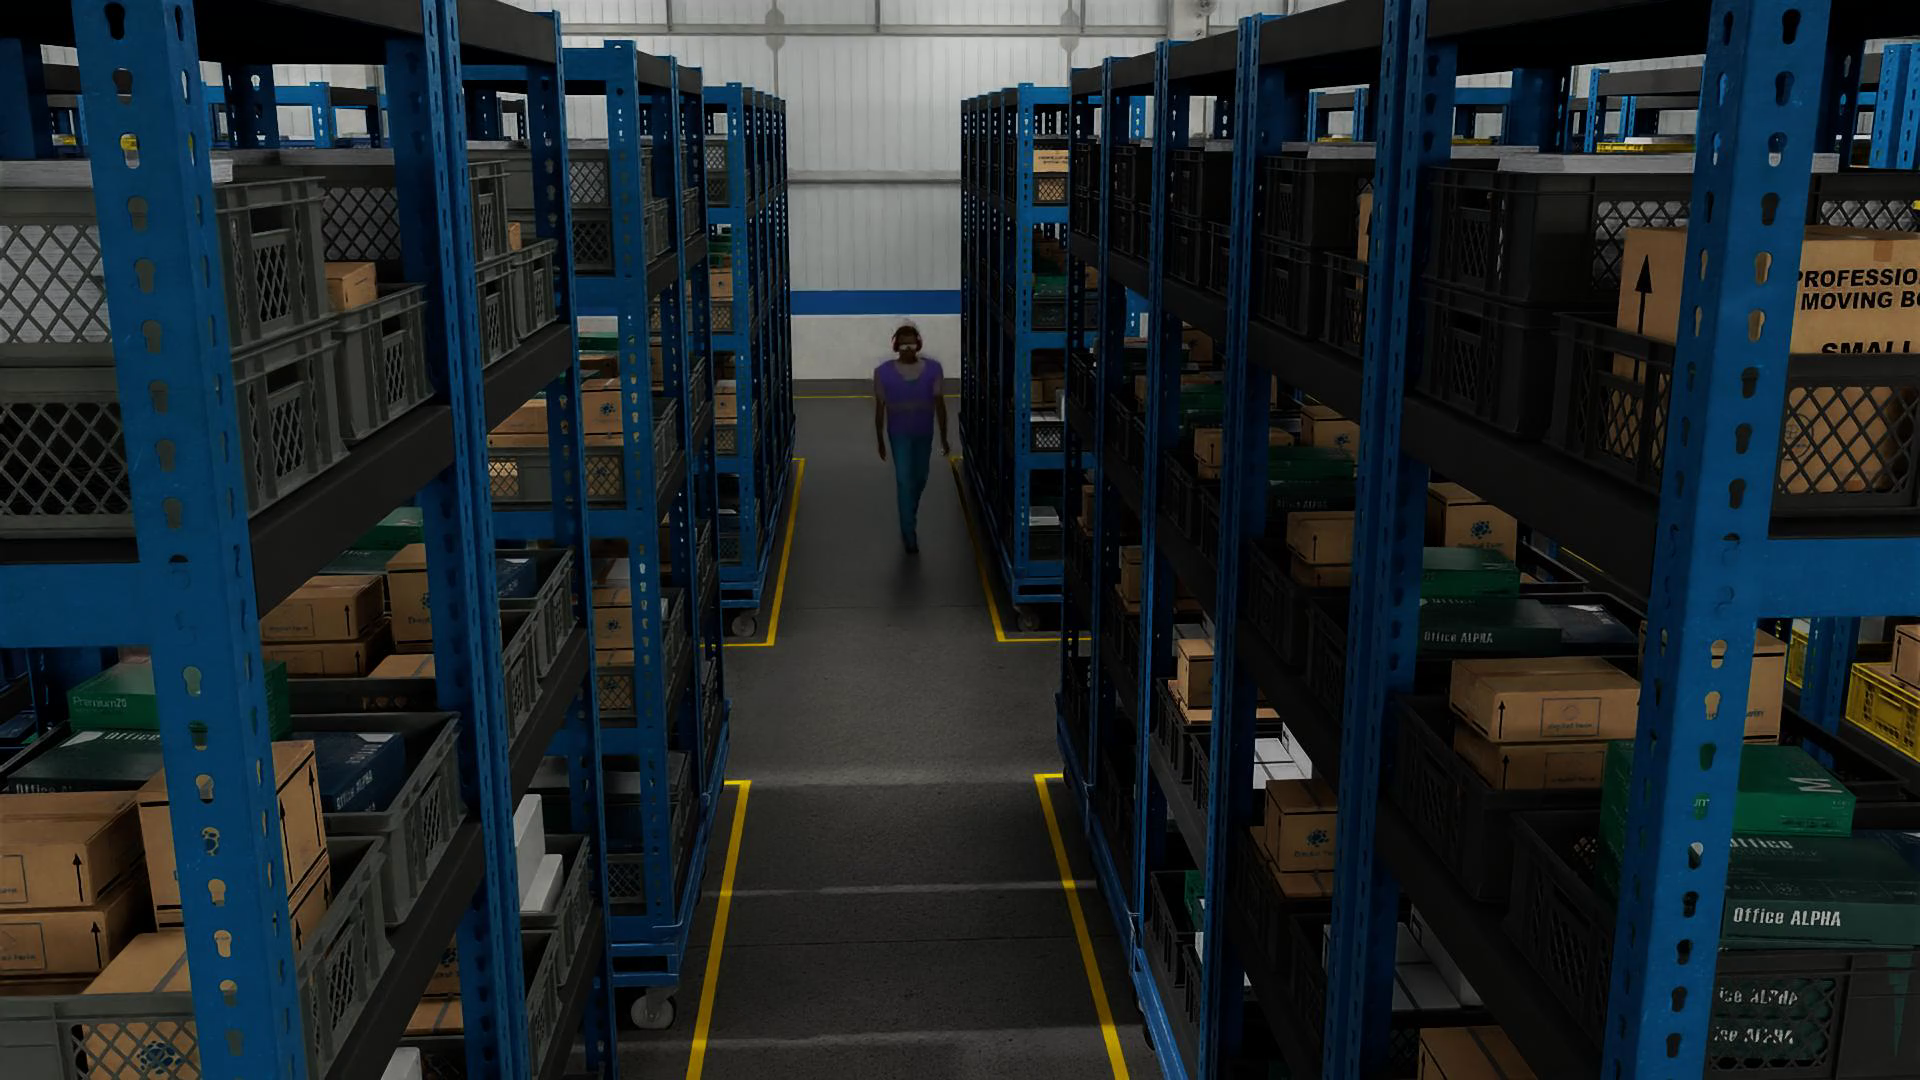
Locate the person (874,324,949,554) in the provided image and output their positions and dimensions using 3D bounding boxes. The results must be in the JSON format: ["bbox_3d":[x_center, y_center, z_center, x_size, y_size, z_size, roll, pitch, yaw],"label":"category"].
[{"bbox_3d":[-0.417,-0.864,13.506,0.573,1.816,0.883,-4,14,-15],"label":"person"}]
